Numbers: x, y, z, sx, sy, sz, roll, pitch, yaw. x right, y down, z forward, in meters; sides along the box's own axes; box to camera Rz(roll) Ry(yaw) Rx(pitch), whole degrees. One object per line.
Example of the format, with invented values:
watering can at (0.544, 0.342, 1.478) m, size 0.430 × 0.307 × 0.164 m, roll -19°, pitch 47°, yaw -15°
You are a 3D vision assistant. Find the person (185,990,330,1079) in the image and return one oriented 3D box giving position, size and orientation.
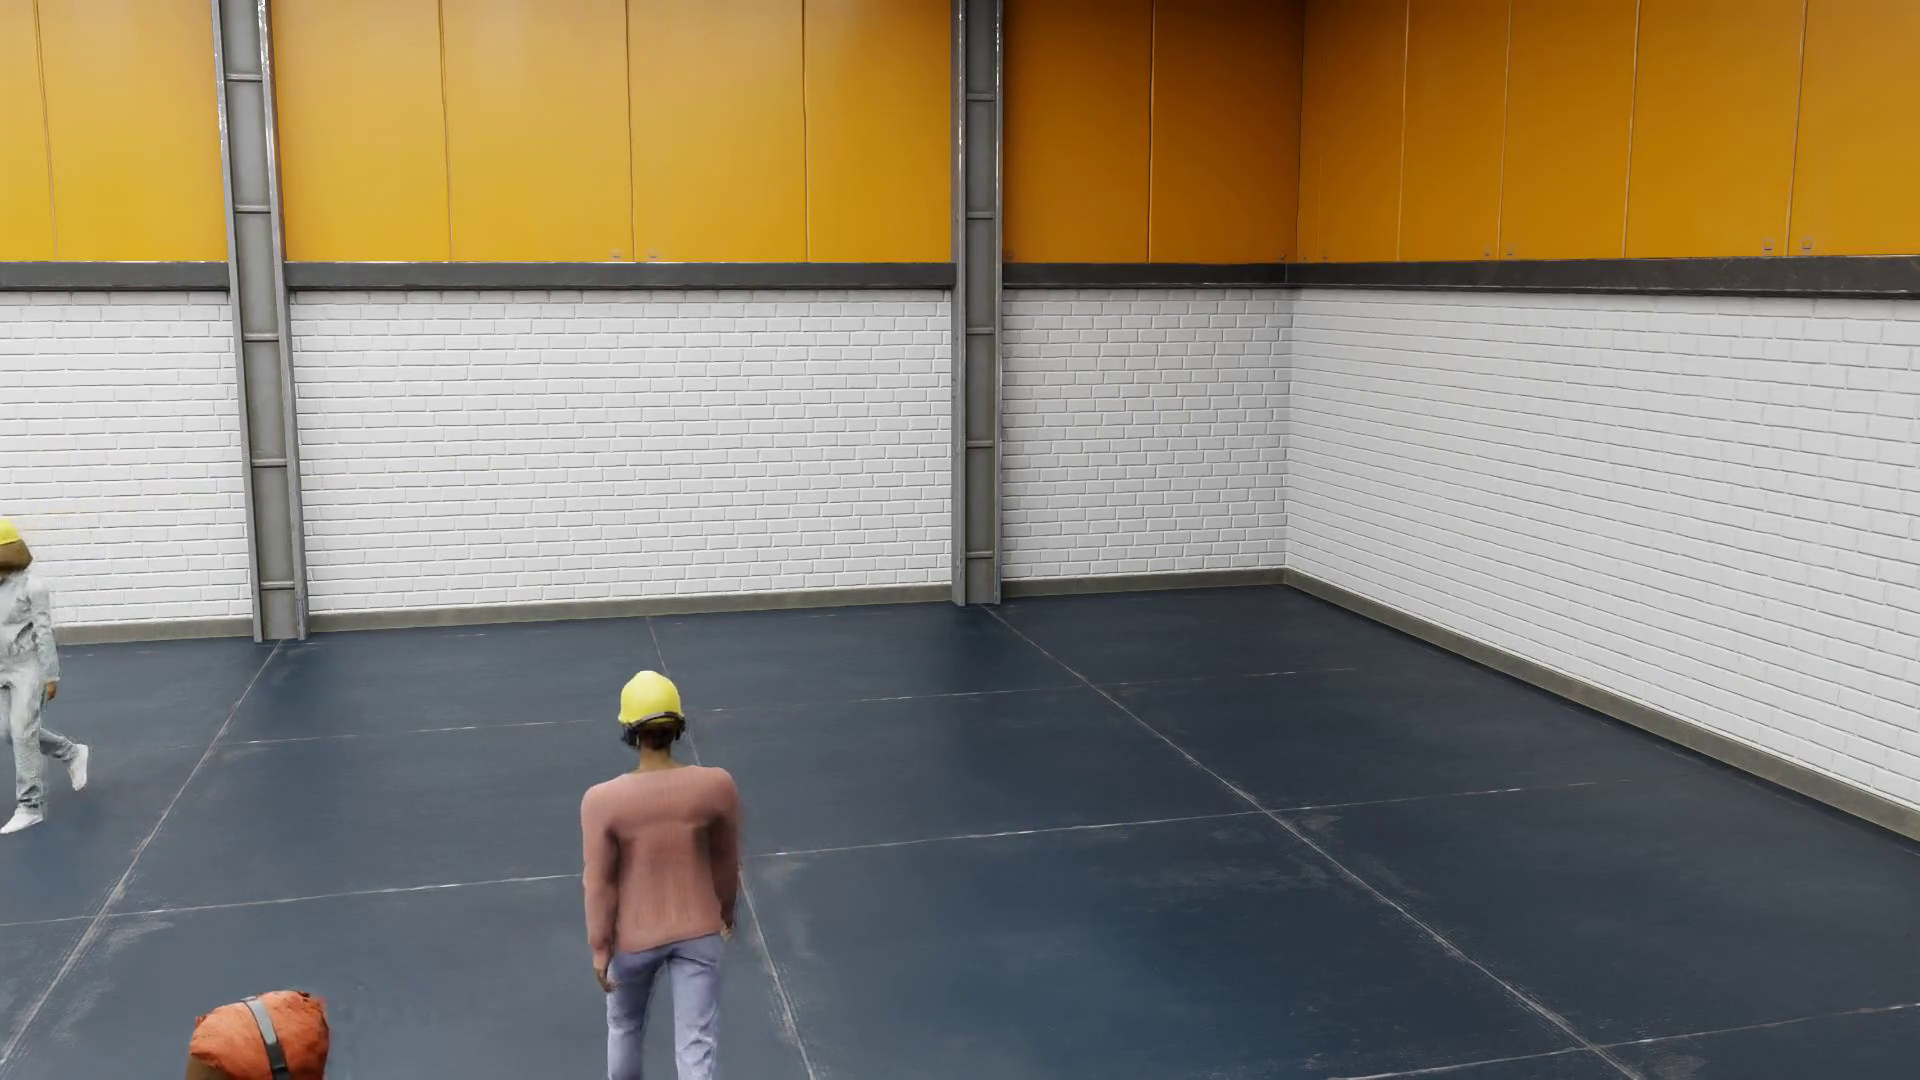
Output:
person at (-1.172, 1.663, 2.827) m, size 0.571 × 1.868 × 0.579 m, roll -5°, pitch 10°, yaw -27°

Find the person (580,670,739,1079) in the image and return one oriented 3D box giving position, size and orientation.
person at (-1.006, 1.286, 5.588) m, size 0.540 × 1.733 × 0.825 m, roll -3°, pitch 10°, yaw -19°

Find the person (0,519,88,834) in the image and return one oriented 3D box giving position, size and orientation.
person at (-5.166, 0.708, 9.254) m, size 0.495 × 1.721 × 0.658 m, roll 3°, pitch 10°, yaw 20°
